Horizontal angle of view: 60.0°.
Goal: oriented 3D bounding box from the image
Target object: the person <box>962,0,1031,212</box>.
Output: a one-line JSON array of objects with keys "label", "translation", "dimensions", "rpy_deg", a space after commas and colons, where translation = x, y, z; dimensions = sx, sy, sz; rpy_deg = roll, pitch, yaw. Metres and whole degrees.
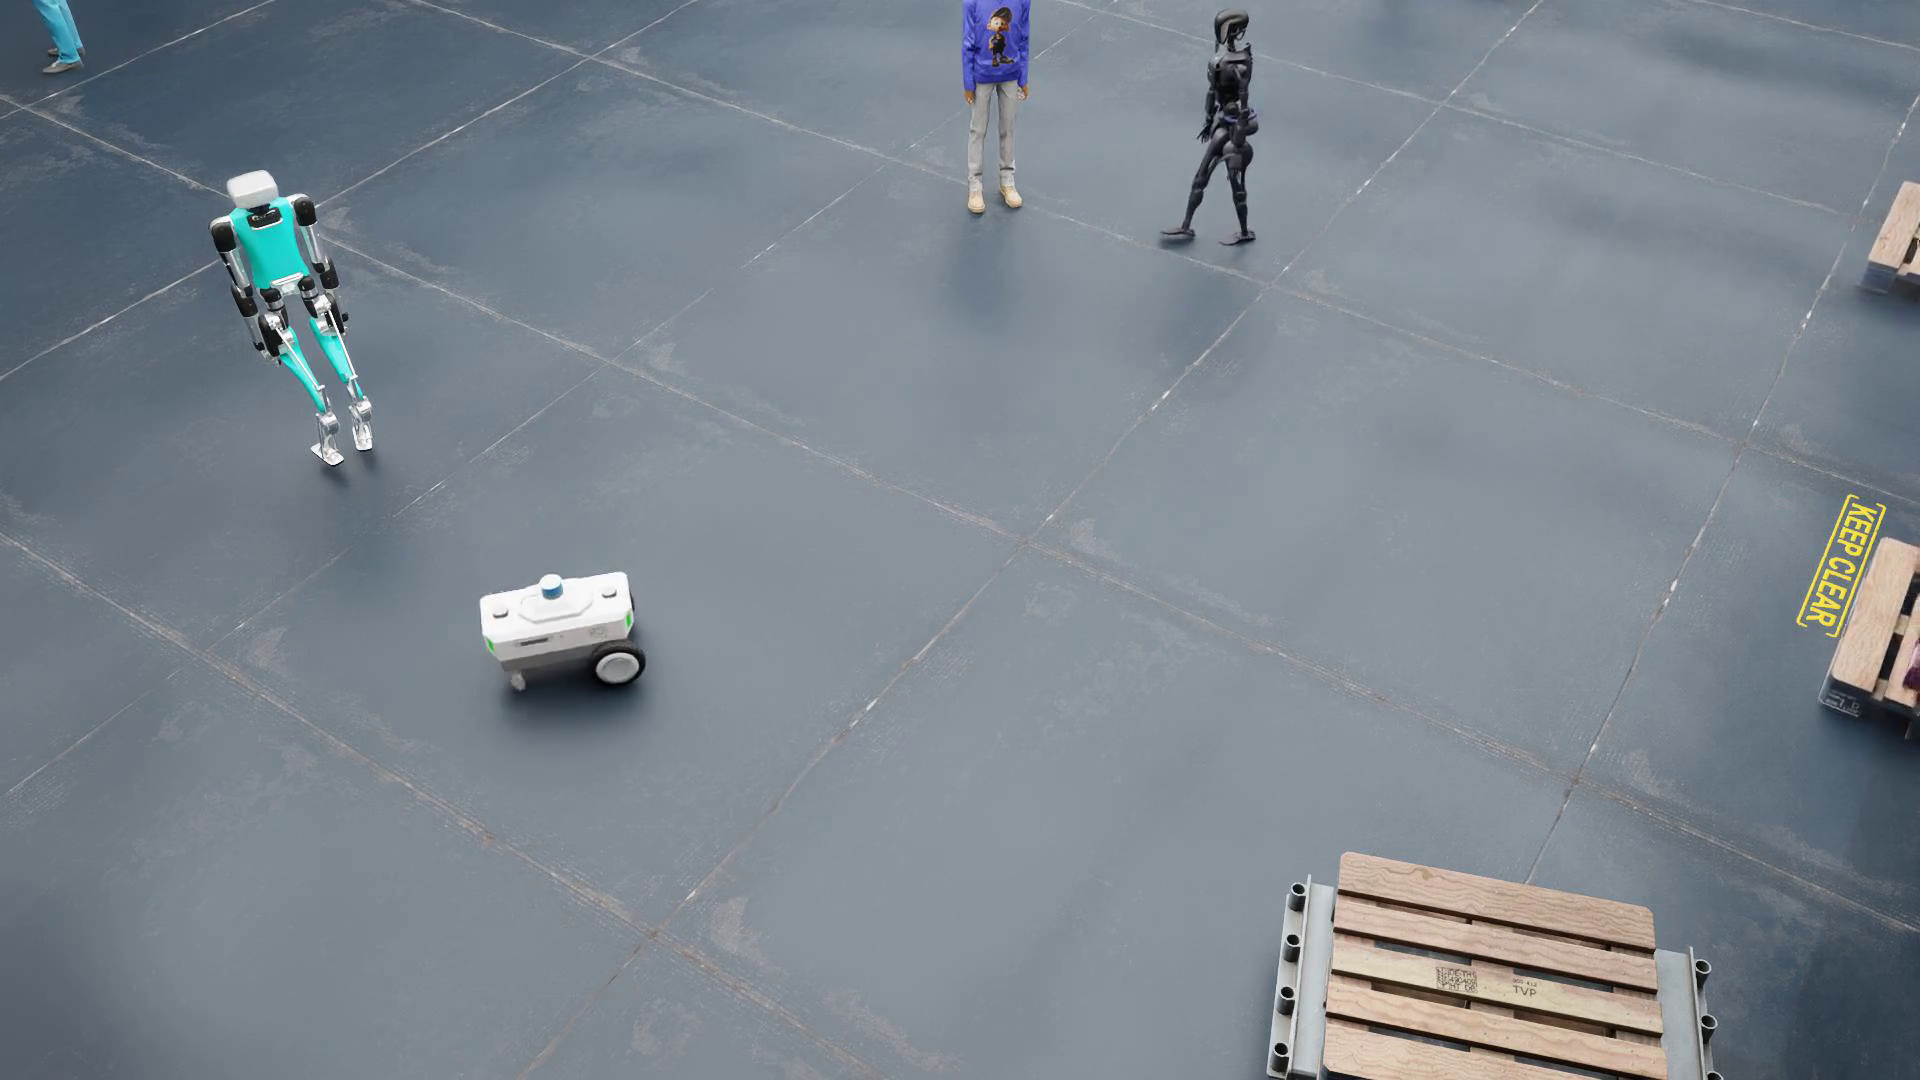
[{"label": "person", "translation": [0.240, -3.065, 11.009], "dimensions": [0.460, 1.872, 0.350], "rpy_deg": [-10, 43, -11]}]

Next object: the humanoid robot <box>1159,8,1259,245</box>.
[{"label": "humanoid robot", "translation": [1.677, -2.604, 10.648], "dimensions": [0.643, 1.635, 0.602], "rpy_deg": [-8, 42, -9]}]

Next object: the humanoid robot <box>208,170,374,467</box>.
[{"label": "humanoid robot", "translation": [-3.439, -1.080, 8.788], "dimensions": [0.533, 1.673, 0.735], "rpy_deg": [-25, 48, -26]}]

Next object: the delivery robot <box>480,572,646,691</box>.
[{"label": "delivery robot", "translation": [-1.924, 0.404, 8.112], "dimensions": [0.766, 0.594, 0.529], "rpy_deg": [-11, 43, -12]}]

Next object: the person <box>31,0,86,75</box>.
[{"label": "person", "translation": [-7.063, -4.456, 12.583], "dimensions": [0.372, 1.843, 0.568], "rpy_deg": [-10, 43, -11]}]
